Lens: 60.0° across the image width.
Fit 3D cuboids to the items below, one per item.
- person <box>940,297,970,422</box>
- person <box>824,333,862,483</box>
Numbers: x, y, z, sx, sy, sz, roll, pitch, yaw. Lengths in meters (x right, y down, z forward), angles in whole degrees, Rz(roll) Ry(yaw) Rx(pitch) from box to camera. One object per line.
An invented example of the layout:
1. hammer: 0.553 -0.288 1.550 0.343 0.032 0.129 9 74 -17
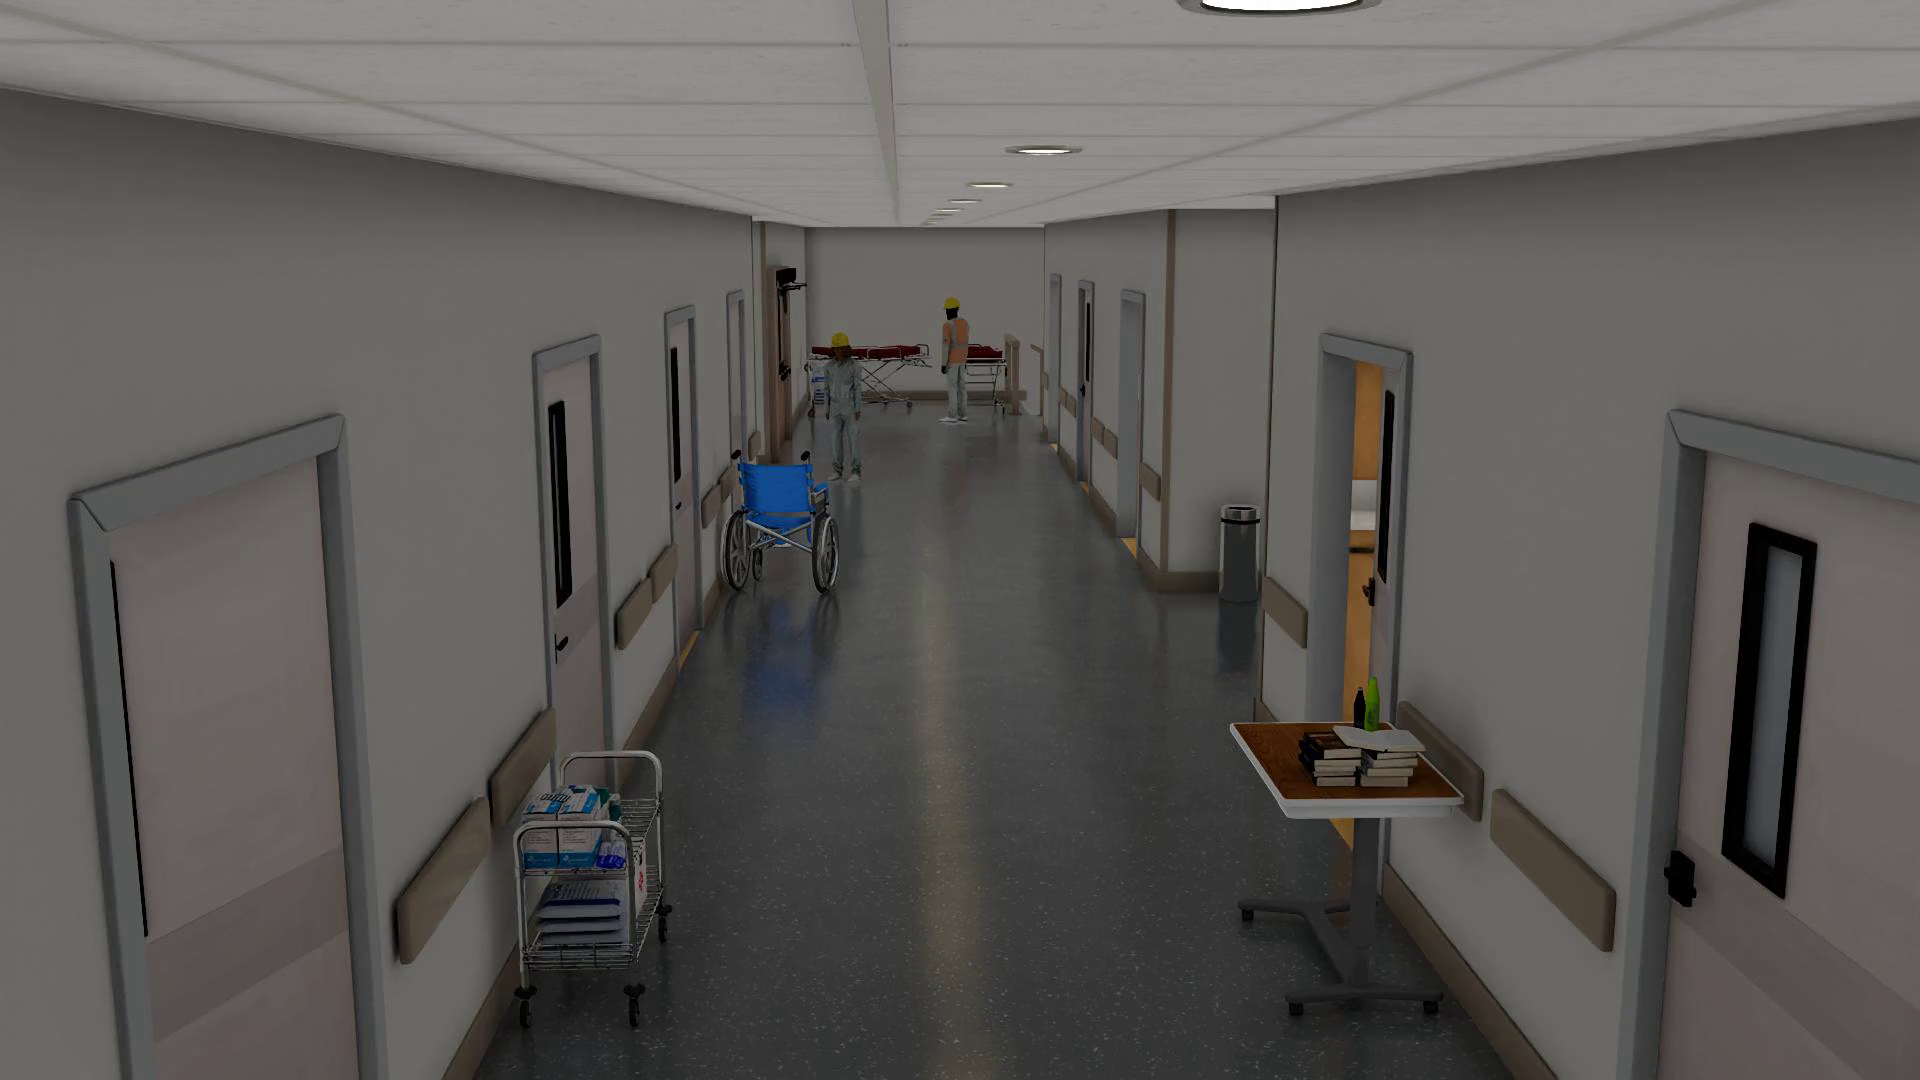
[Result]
1. person: -0.095 -2.775 25.665 0.398 1.920 0.586 8 13 37
2. person: -1.356 -1.526 19.221 0.480 1.734 0.335 4 11 20
